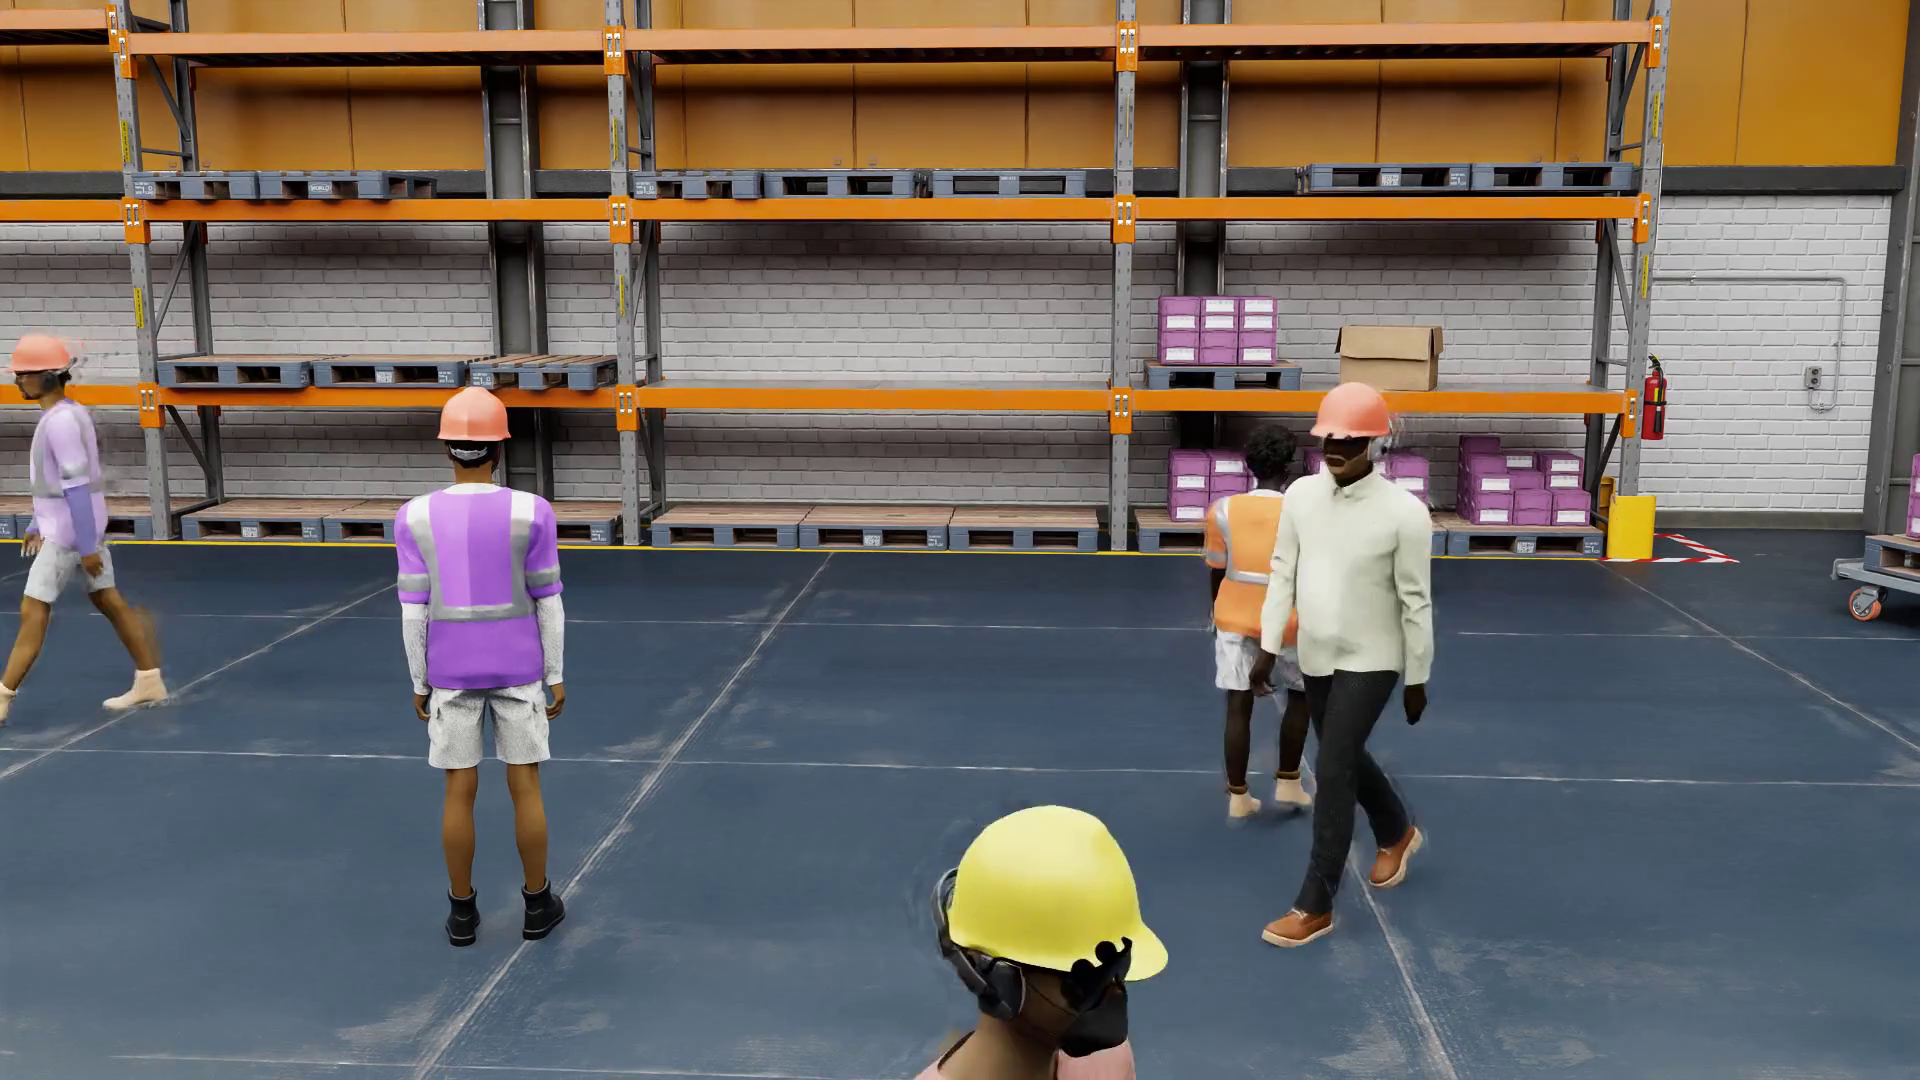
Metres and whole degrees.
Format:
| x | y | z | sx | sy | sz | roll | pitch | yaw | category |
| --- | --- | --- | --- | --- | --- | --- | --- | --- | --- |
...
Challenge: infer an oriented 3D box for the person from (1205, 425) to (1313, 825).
| x | y | z | sx | sy | sz | roll | pitch | yaw | category |
| --- | --- | --- | --- | --- | --- | --- | --- | --- | --- |
| 1.302 | 0.349 | 7.021 | 0.549 | 1.675 | 0.546 | 6 | 11 | 32 | person |

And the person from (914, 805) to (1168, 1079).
| x | y | z | sx | sy | sz | roll | pitch | yaw | category |
| --- | --- | --- | --- | --- | --- | --- | --- | --- | --- |
| 0.142 | 1.178 | 2.032 | 0.763 | 1.738 | 0.549 | 6 | 12 | 33 | person |

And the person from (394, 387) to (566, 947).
| x | y | z | sx | sy | sz | roll | pitch | yaw | category |
| --- | --- | --- | --- | --- | --- | --- | --- | --- | --- |
| -1.638 | 0.443 | 5.748 | 0.544 | 1.939 | 0.354 | -2 | 10 | -10 | person |

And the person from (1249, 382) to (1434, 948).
| x | y | z | sx | sy | sz | roll | pitch | yaw | category |
| --- | --- | --- | --- | --- | --- | --- | --- | --- | --- |
| 1.432 | 0.399 | 5.969 | 0.965 | 1.959 | 0.616 | -7 | 12 | -35 | person |

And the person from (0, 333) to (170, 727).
| x | y | z | sx | sy | sz | roll | pitch | yaw | category |
| --- | --- | --- | --- | --- | --- | --- | --- | --- | --- |
| -4.638 | -0.050 | 8.475 | 1.053 | 1.984 | 0.617 | -4 | 10 | -20 | person |
